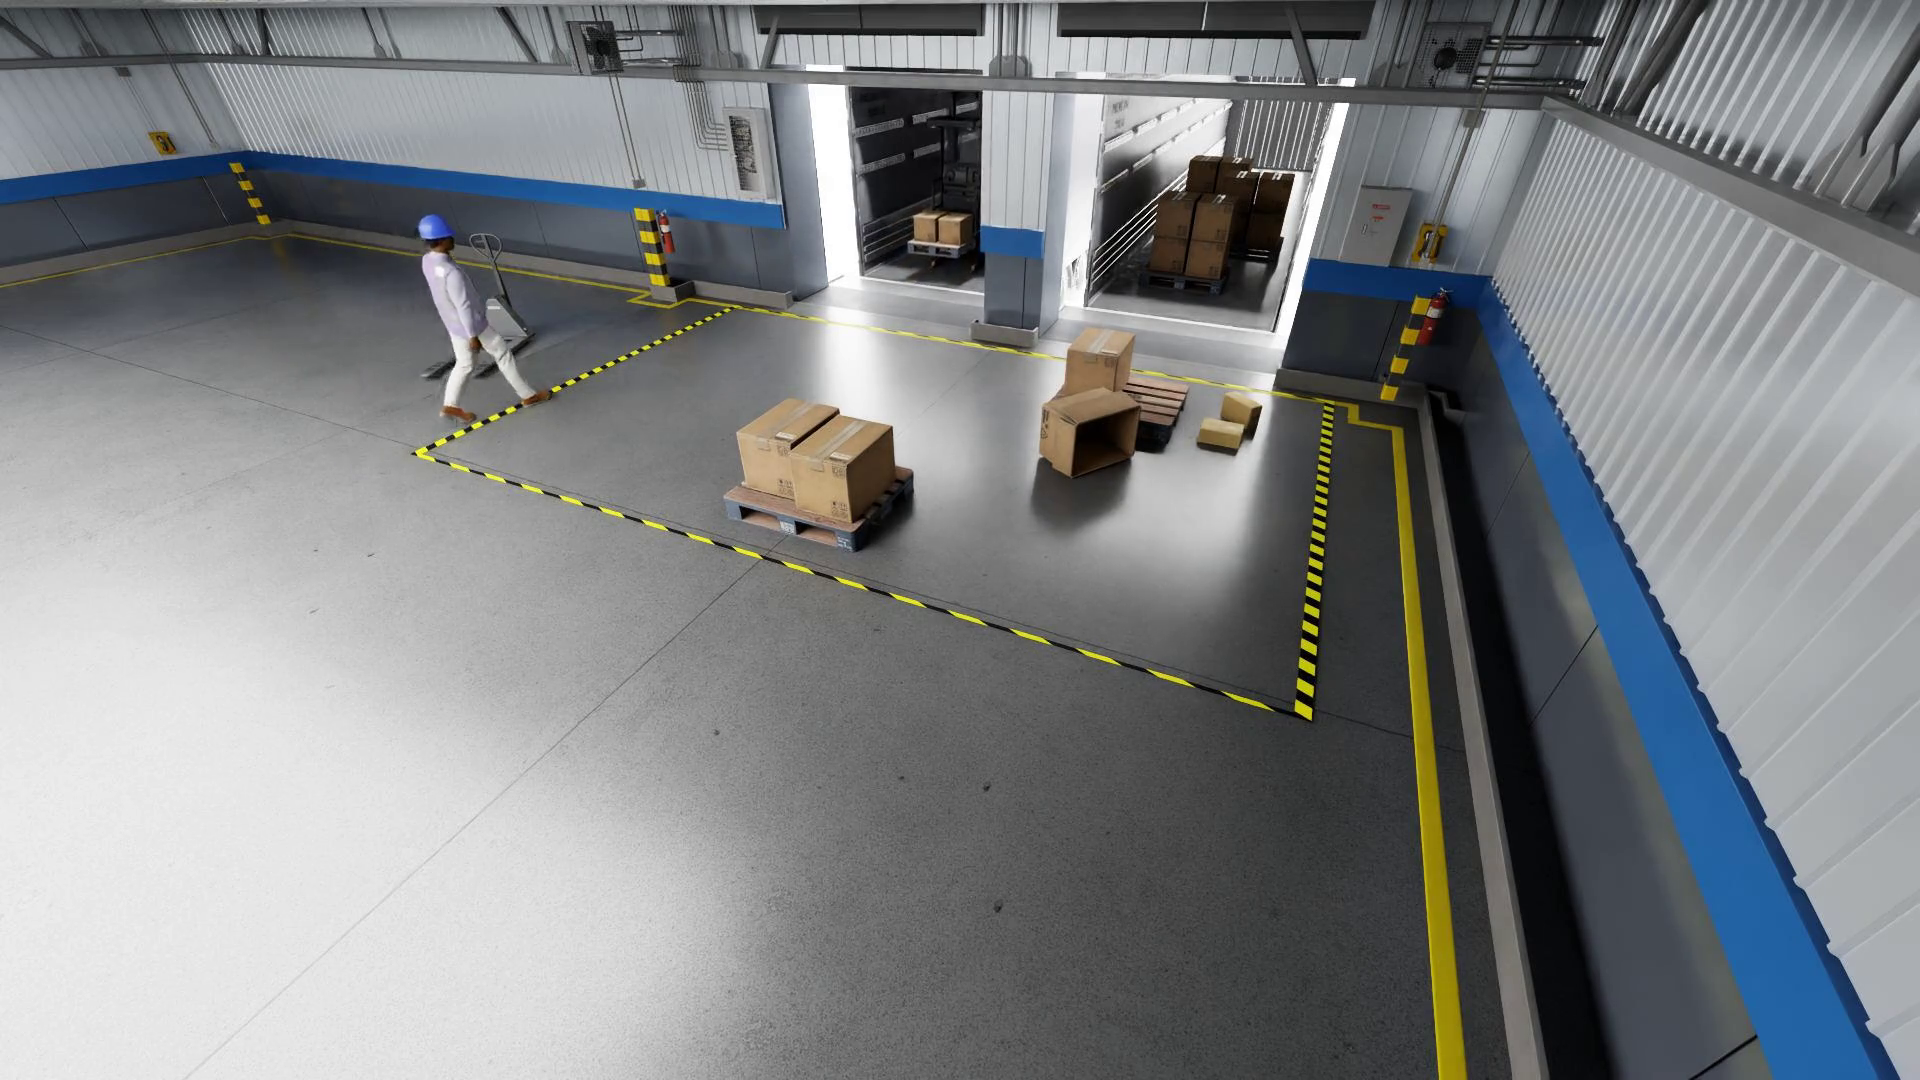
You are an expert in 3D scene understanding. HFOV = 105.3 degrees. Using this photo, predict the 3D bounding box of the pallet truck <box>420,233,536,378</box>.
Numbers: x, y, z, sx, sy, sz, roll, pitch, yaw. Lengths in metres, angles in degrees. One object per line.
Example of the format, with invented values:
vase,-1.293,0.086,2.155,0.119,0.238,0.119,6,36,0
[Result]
pallet truck,-5.664,-2.712,8.427,0.680,1.201,1.601,0,35,-1

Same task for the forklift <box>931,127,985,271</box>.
forklift,0.230,-5.582,11.765,0.716,2.013,0.776,14,38,19

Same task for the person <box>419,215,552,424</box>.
person,-4.678,-2.052,6.937,0.602,1.902,1.018,22,41,28
